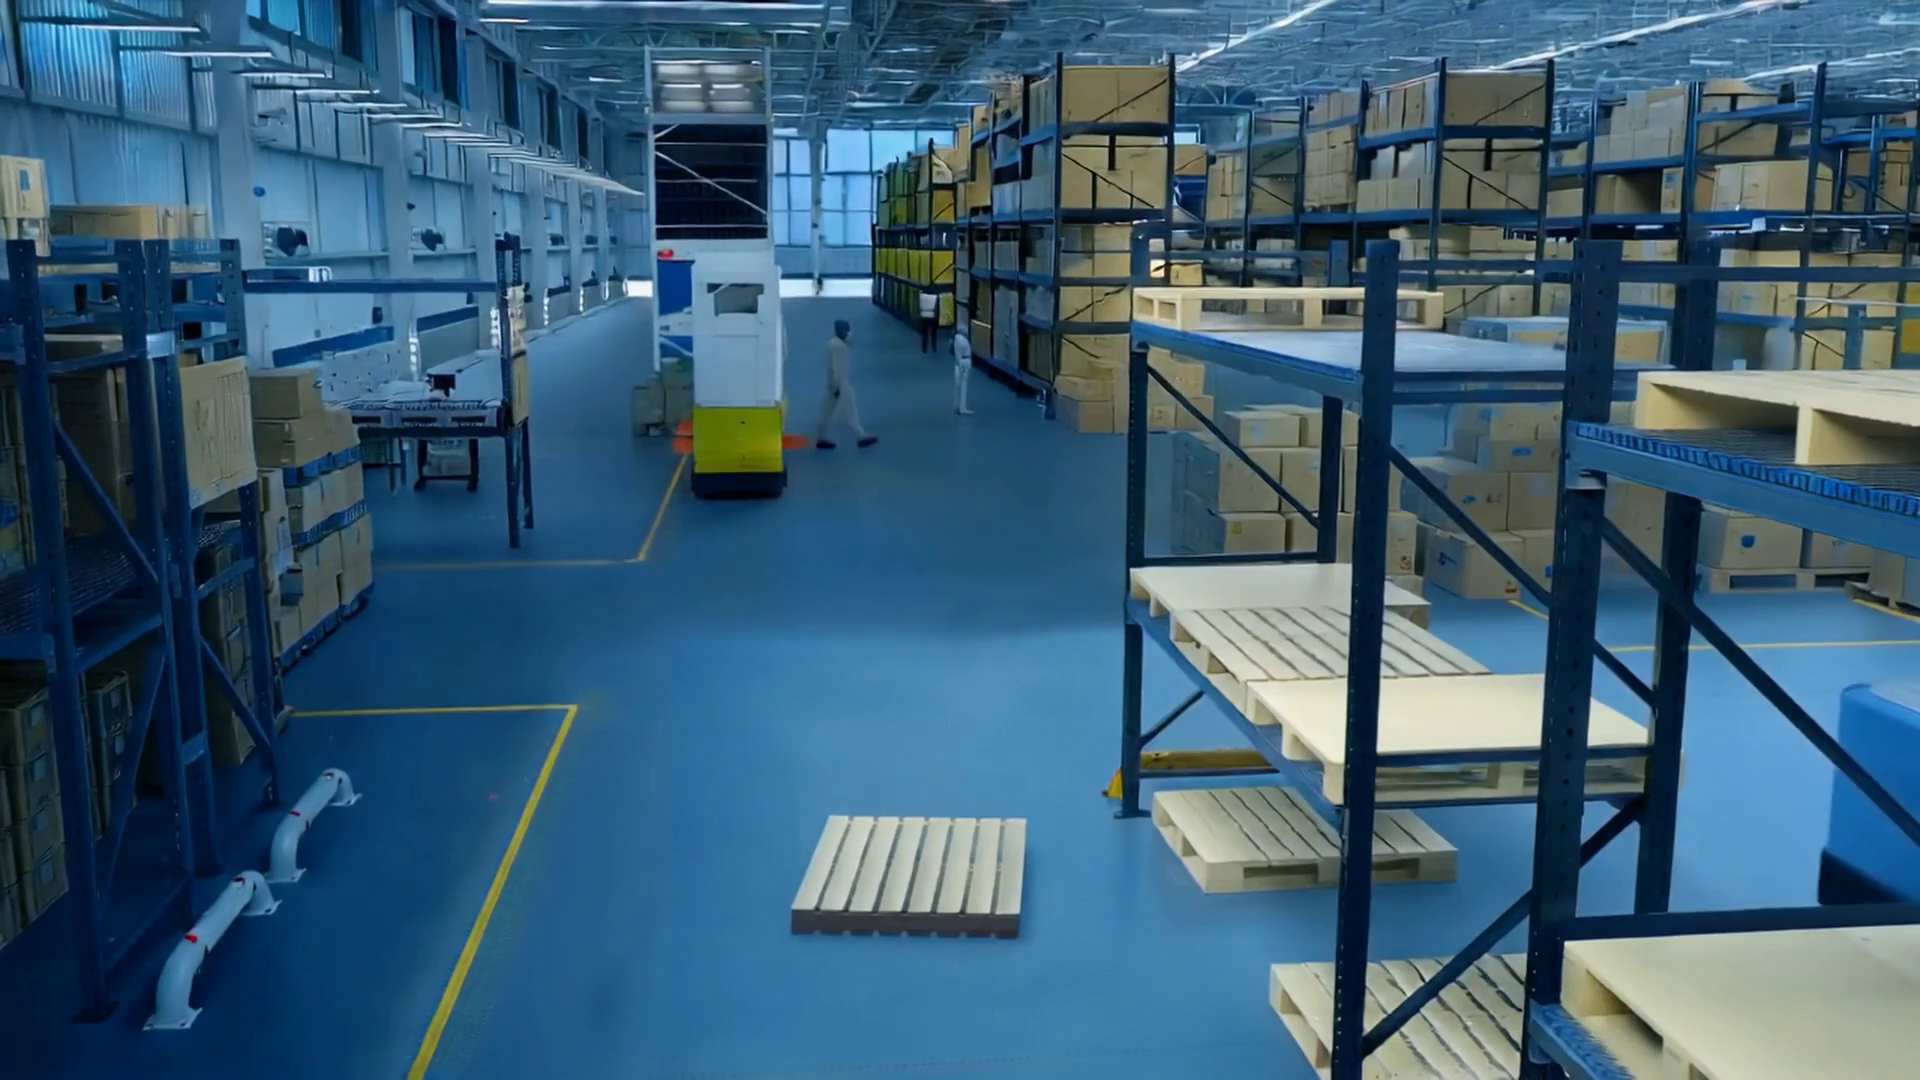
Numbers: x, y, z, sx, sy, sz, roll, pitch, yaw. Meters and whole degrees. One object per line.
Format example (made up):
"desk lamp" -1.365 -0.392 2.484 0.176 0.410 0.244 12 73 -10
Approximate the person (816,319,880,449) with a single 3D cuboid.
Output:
"person" -1.663 -2.259 24.196 0.985 1.893 0.656 -4 11 -19

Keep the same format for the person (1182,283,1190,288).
"person" 6.547 -6.615 48.605 0.989 1.804 0.578 -4 11 -23

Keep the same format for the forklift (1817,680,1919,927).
"forklift" 4.471 0.447 6.457 1.129 2.768 1.873 -1 10 -6

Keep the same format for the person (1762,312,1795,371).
"person" 12.949 -2.664 26.422 0.582 1.895 0.655 -2 10 -11

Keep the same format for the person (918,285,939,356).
"person" -0.832 -5.812 44.027 0.599 1.837 1.039 3 11 18

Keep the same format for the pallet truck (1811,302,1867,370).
"pallet truck" 15.846 -3.142 28.793 1.885 1.965 0.823 2 10 12

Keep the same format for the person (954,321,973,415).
"person" 0.052 -2.998 28.993 0.314 1.636 0.515 4 11 23

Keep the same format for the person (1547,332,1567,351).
"person" 6.944 -1.424 19.344 0.750 1.964 0.614 2 10 13

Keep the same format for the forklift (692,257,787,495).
"forklift" -2.703 -2.040 20.238 1.129 2.768 1.873 -1 10 -6

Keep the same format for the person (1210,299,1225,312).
"person" 8.293 -7.637 53.623 0.614 2.026 0.602 -1 10 -7
